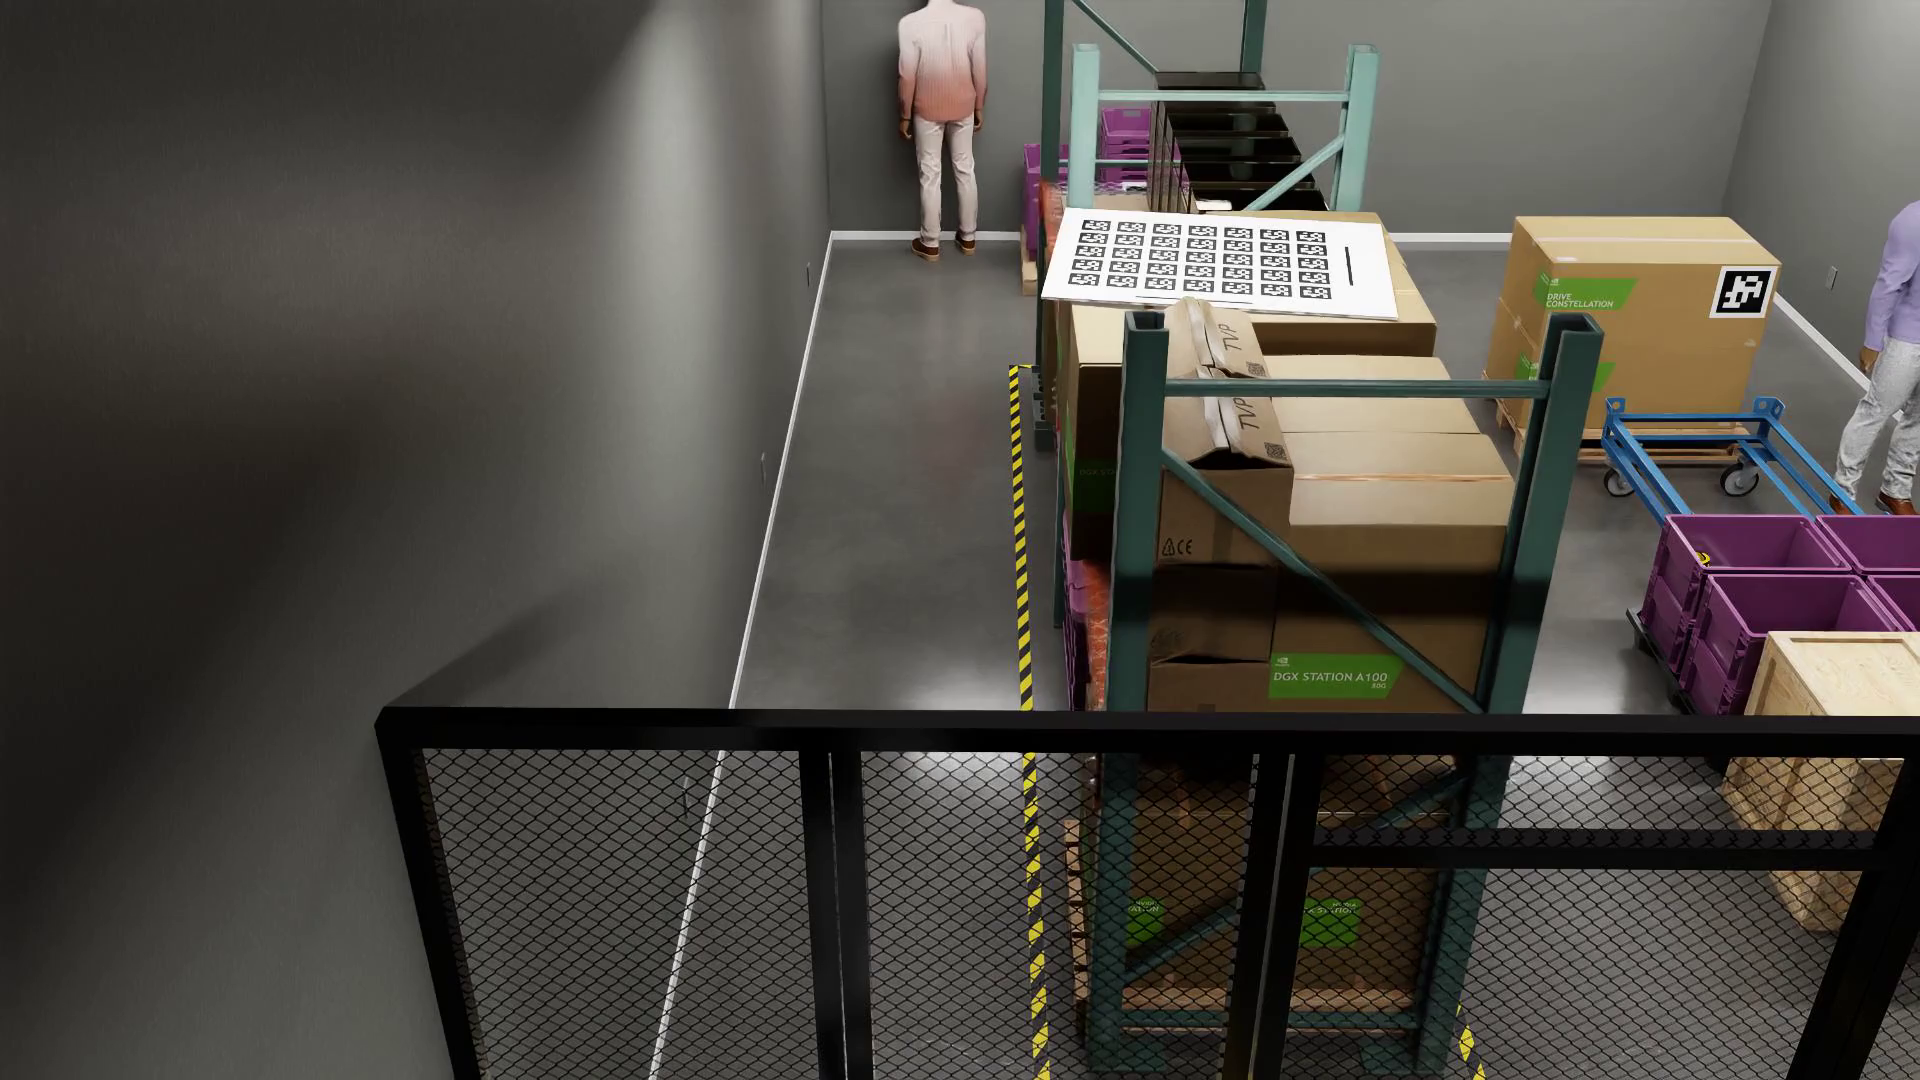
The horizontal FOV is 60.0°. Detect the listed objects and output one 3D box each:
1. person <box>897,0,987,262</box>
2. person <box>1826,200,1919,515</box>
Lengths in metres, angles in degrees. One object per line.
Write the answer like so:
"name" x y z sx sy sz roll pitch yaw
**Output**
"person" -0.126 -2.816 10.838 0.612 1.994 0.395 -12 33 -19
"person" 4.530 -0.939 7.774 0.638 1.938 0.356 -1 31 -2
